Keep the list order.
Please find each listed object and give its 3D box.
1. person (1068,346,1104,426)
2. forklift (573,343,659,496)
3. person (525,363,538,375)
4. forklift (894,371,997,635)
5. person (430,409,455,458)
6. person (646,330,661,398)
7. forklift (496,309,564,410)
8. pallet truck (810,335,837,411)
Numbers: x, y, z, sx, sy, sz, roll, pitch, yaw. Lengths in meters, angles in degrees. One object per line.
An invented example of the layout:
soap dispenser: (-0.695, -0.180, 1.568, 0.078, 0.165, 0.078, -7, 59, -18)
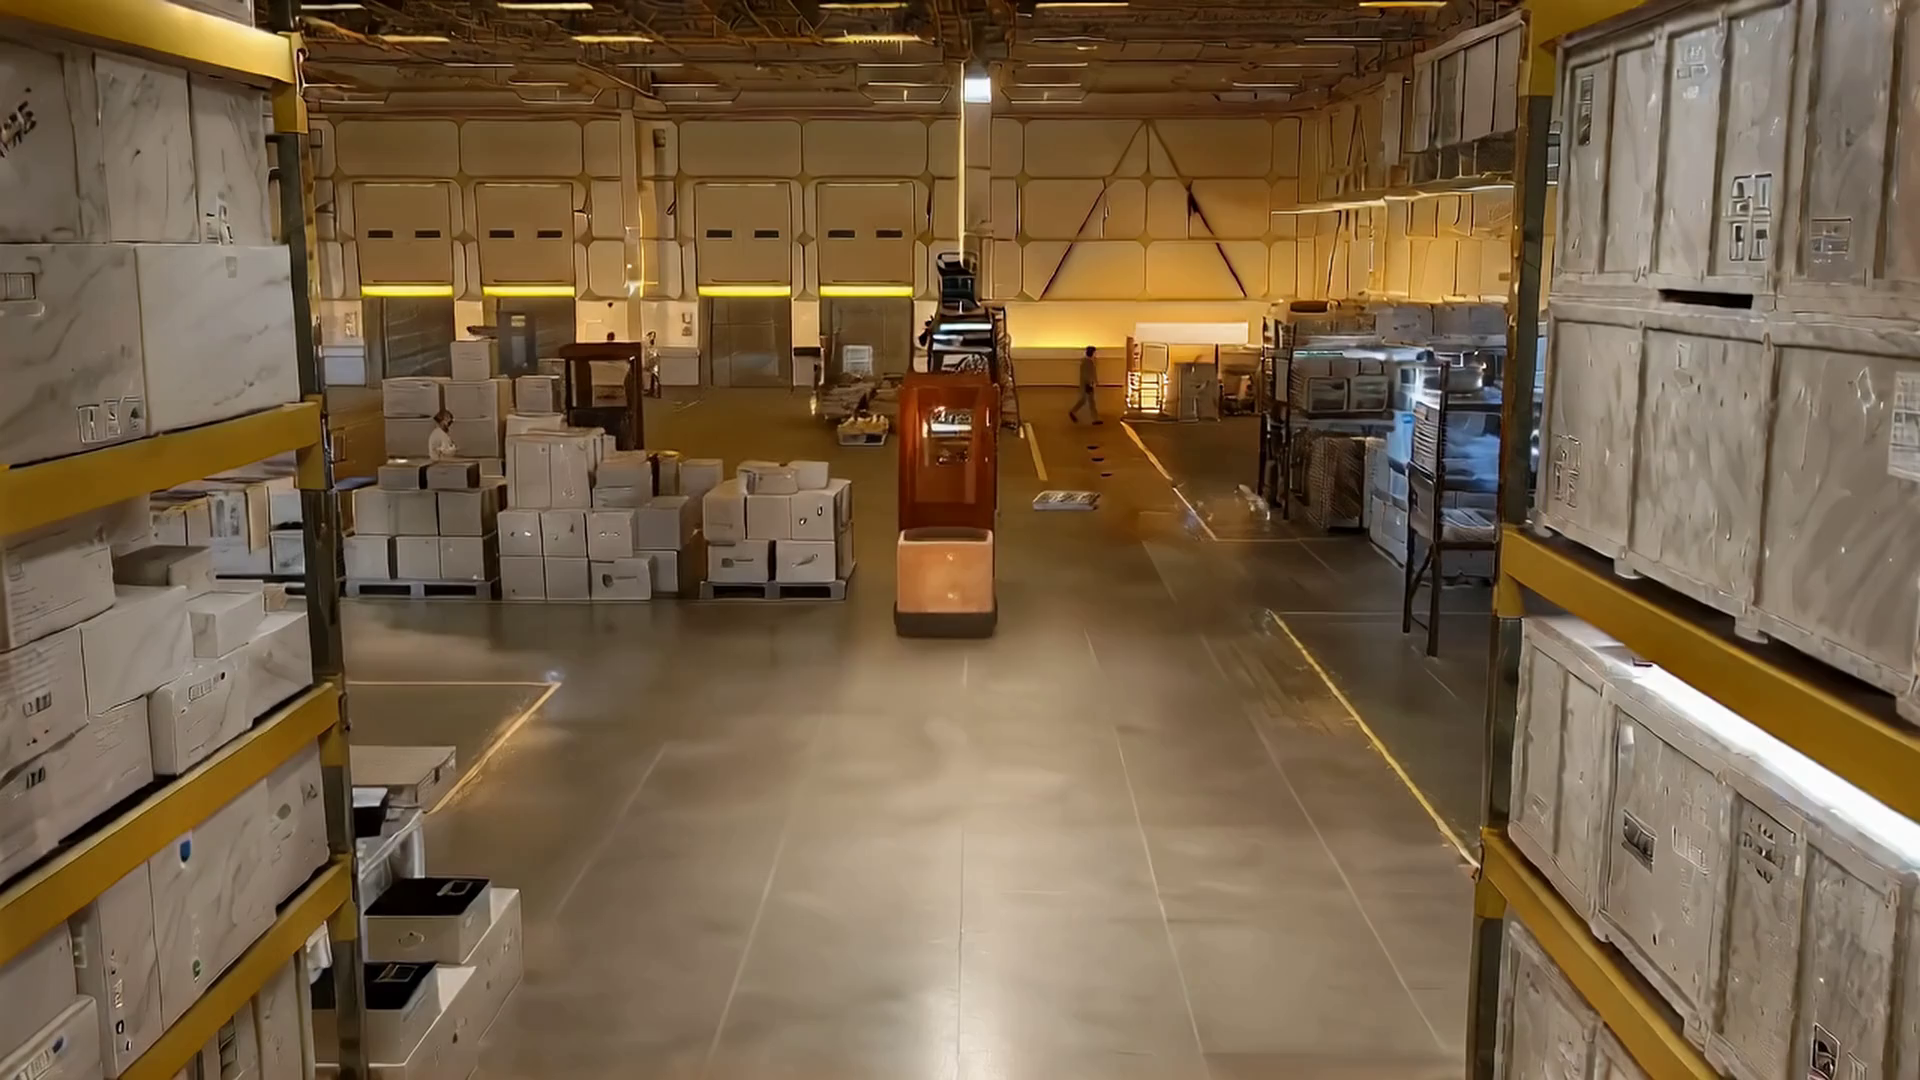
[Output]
person: (3.011, -3.703, 39.884, 0.939, 1.908, 0.630, 5, 11, 26)
forklift: (-5.085, -1.475, 24.210, 1.129, 2.768, 1.873, 0, 10, 1)
person: (-8.512, -2.671, 34.022, 0.726, 1.892, 0.377, -1, 10, -7)
forklift: (-0.154, -0.472, 18.423, 1.129, 2.768, 1.873, 0, 10, 1)
person: (-7.299, -0.889, 23.546, 0.354, 1.937, 0.635, -1, 10, -6)
person: (-8.731, -5.004, 47.321, 0.544, 1.930, 0.388, 10, 14, 44)
forklift: (-10.113, -3.891, 38.150, 1.873, 2.768, 1.129, 6, 12, 31)
pallet truck: (-3.021, -4.312, 43.126, 1.885, 1.965, 0.823, 3, 10, 17)
